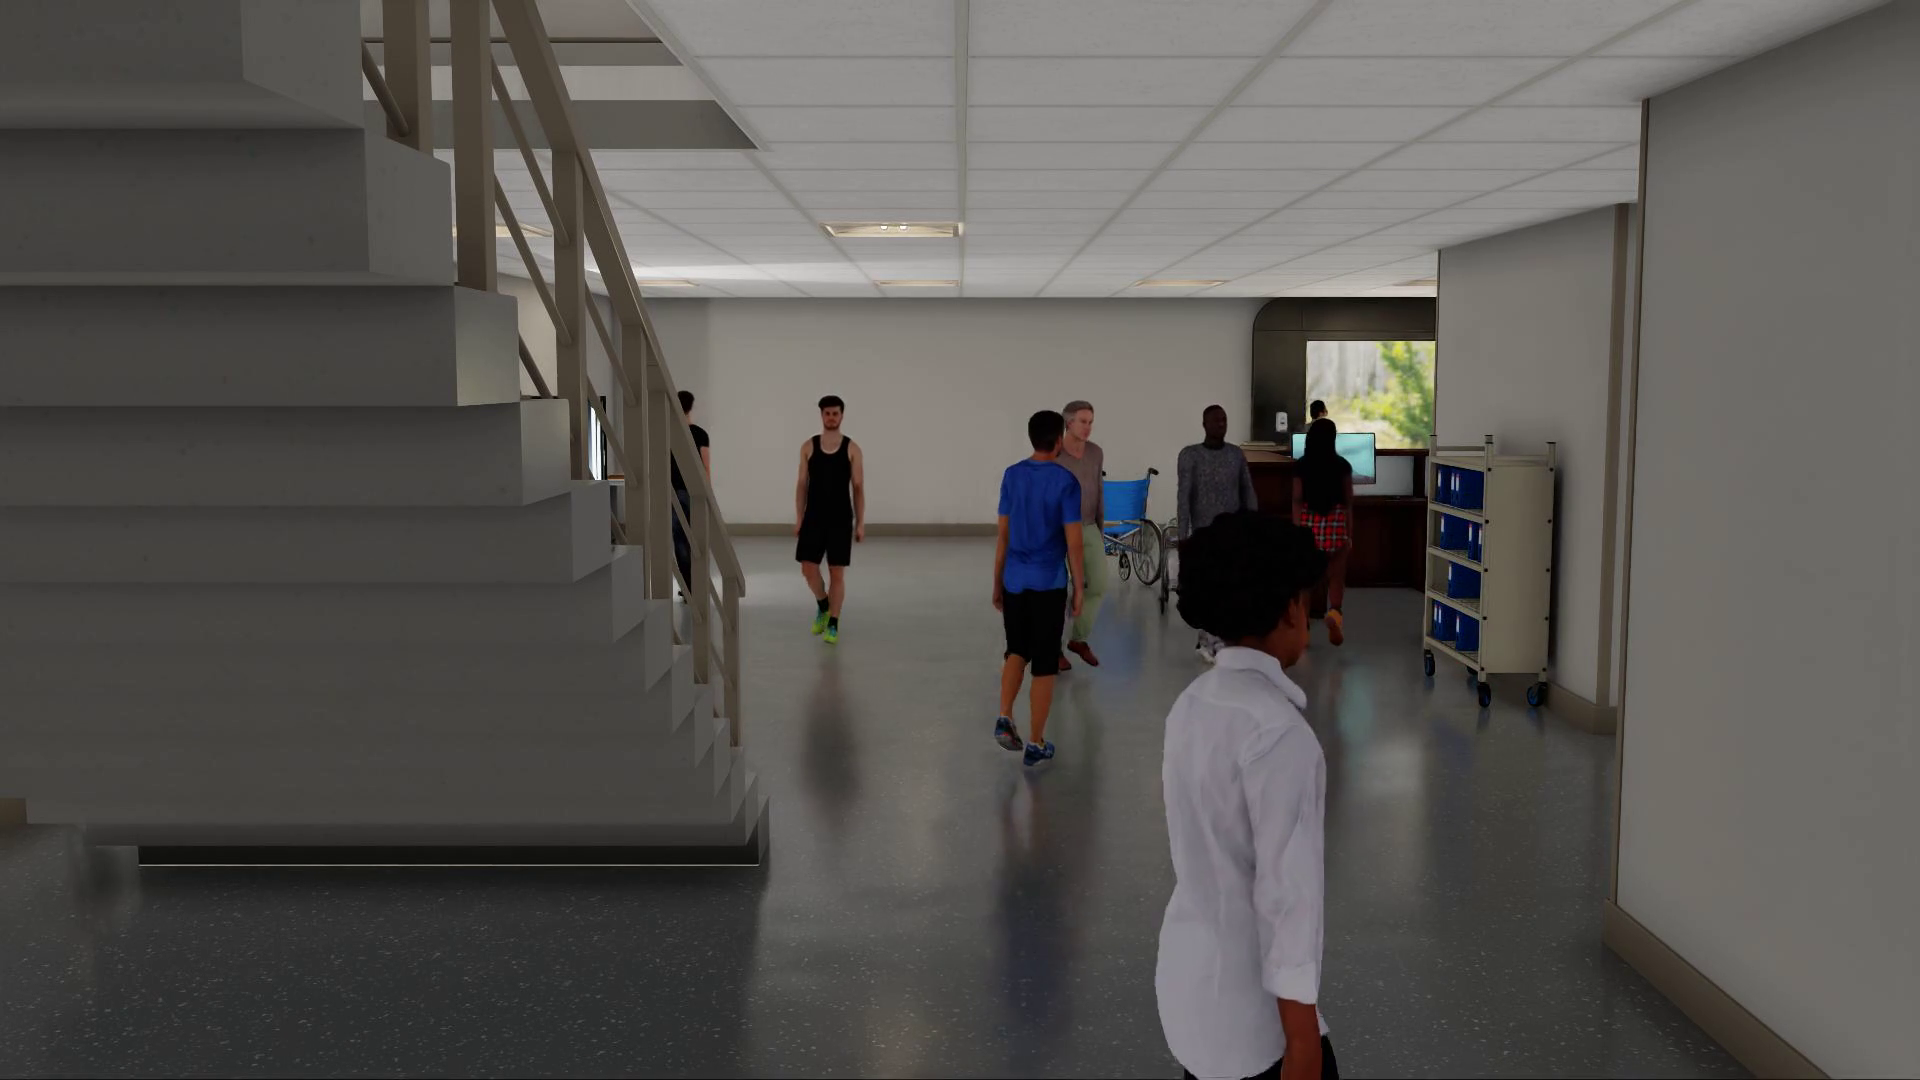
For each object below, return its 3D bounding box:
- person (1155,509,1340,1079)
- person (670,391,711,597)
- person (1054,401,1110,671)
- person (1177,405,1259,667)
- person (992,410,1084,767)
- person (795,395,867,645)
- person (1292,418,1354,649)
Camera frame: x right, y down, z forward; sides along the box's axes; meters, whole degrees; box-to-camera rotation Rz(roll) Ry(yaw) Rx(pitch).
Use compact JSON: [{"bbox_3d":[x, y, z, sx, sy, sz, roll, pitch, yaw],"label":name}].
[{"bbox_3d":[0.518,0.848,3.127,0.860,1.792,0.733,-1,6,-8],"label":"person"},{"bbox_3d":[-2.508,-0.381,15.052,0.968,1.850,1.288,-2,6,-20],"label":"person"},{"bbox_3d":[0.735,-0.031,11.566,0.830,1.852,0.837,-2,6,-23],"label":"person"},{"bbox_3d":[1.759,-0.028,11.723,0.936,1.814,1.120,-2,6,-23],"label":"person"},{"bbox_3d":[0.345,0.257,8.683,0.801,1.855,0.853,3,7,29],"label":"person"},{"bbox_3d":[-0.990,-0.162,12.700,0.748,1.885,0.753,1,6,7],"label":"person"},{"bbox_3d":[2.671,-0.023,12.190,0.709,1.710,1.000,1,6,6],"label":"person"}]
